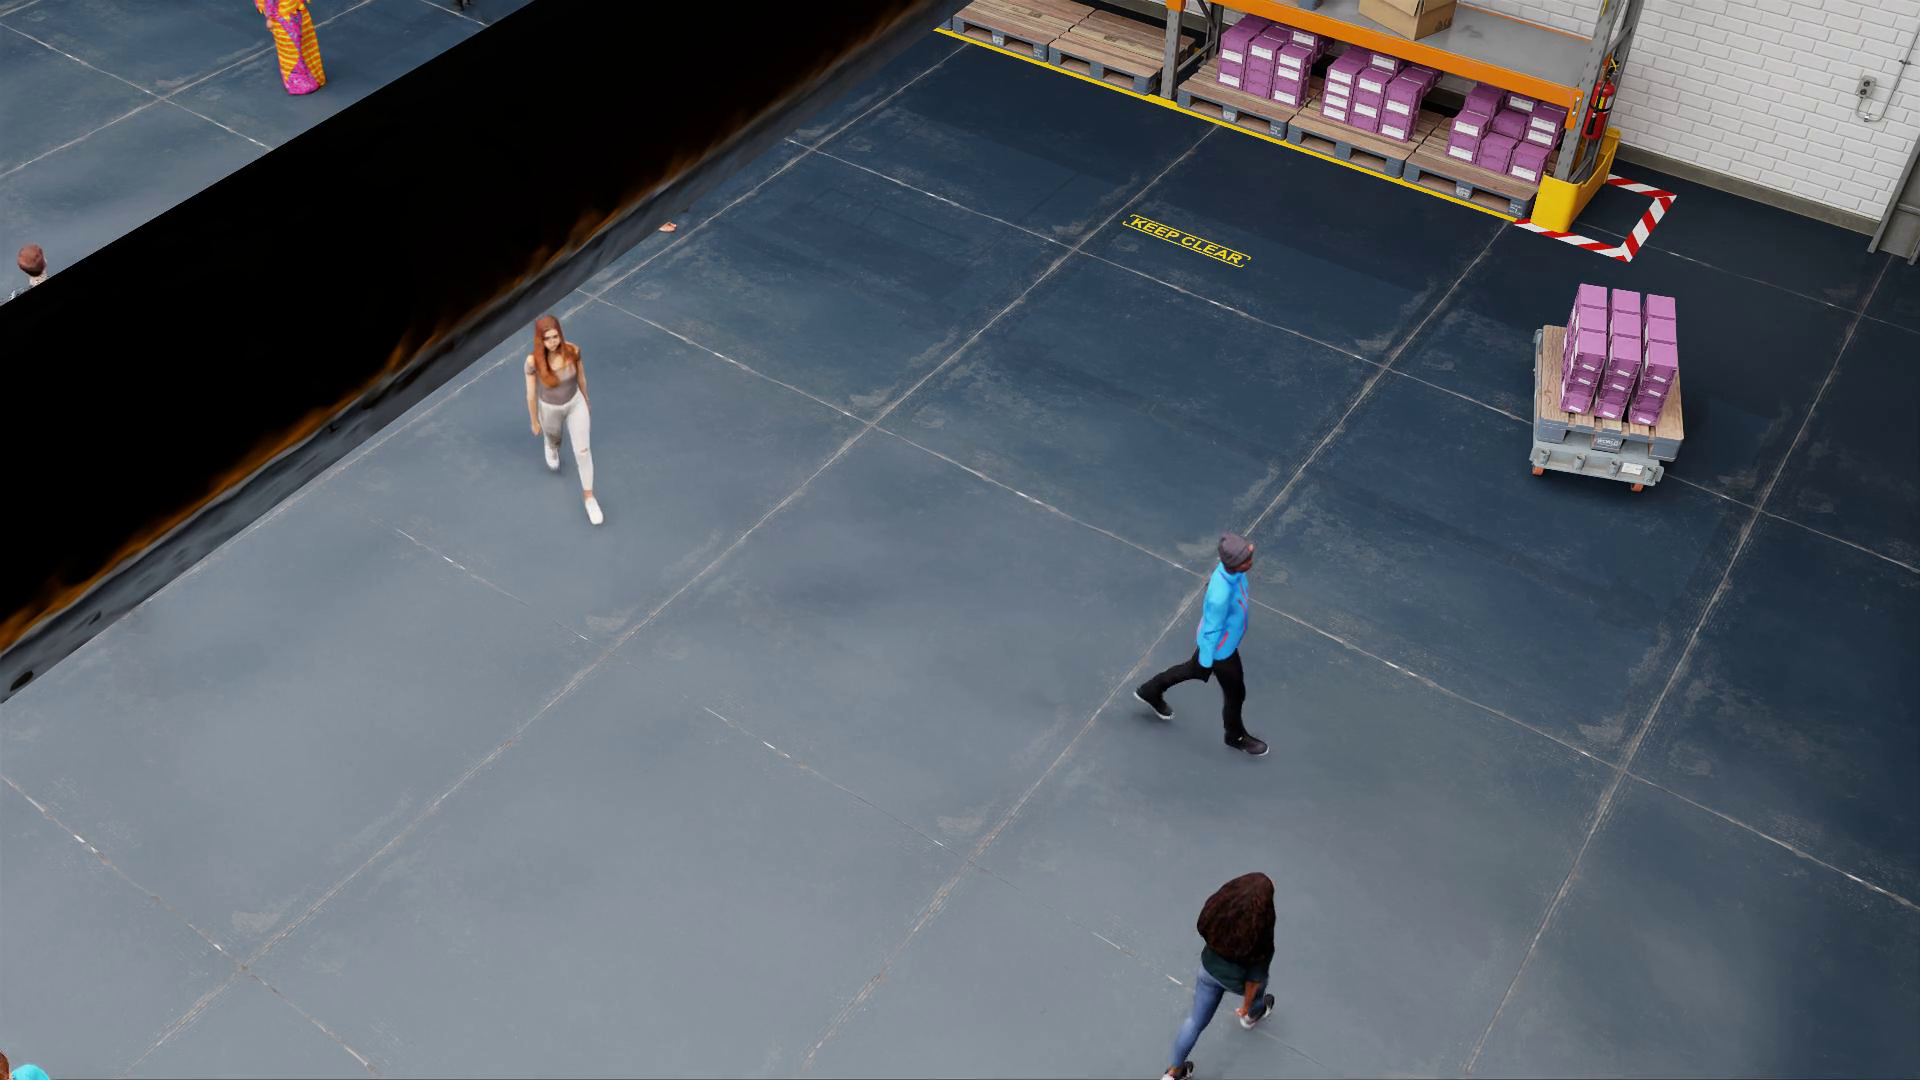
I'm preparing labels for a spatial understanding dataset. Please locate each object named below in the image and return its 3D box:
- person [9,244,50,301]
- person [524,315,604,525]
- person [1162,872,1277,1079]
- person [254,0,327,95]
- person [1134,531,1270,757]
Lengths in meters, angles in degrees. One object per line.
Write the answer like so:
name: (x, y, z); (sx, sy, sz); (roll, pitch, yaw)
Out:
person: (-6.449, -1.243, 12.045); (1.079, 1.908, 1.265); (-16, 46, -16)
person: (-2.875, -0.965, 11.916); (0.970, 1.684, 1.220); (-18, 47, -18)
person: (1.337, 2.282, 8.587); (1.058, 1.575, 0.728); (33, 52, 30)
person: (-6.708, -5.263, 16.426); (0.755, 1.686, 0.732); (12, 45, 12)
person: (1.498, 0.607, 10.209); (1.212, 1.763, 0.832); (14, 45, 14)
